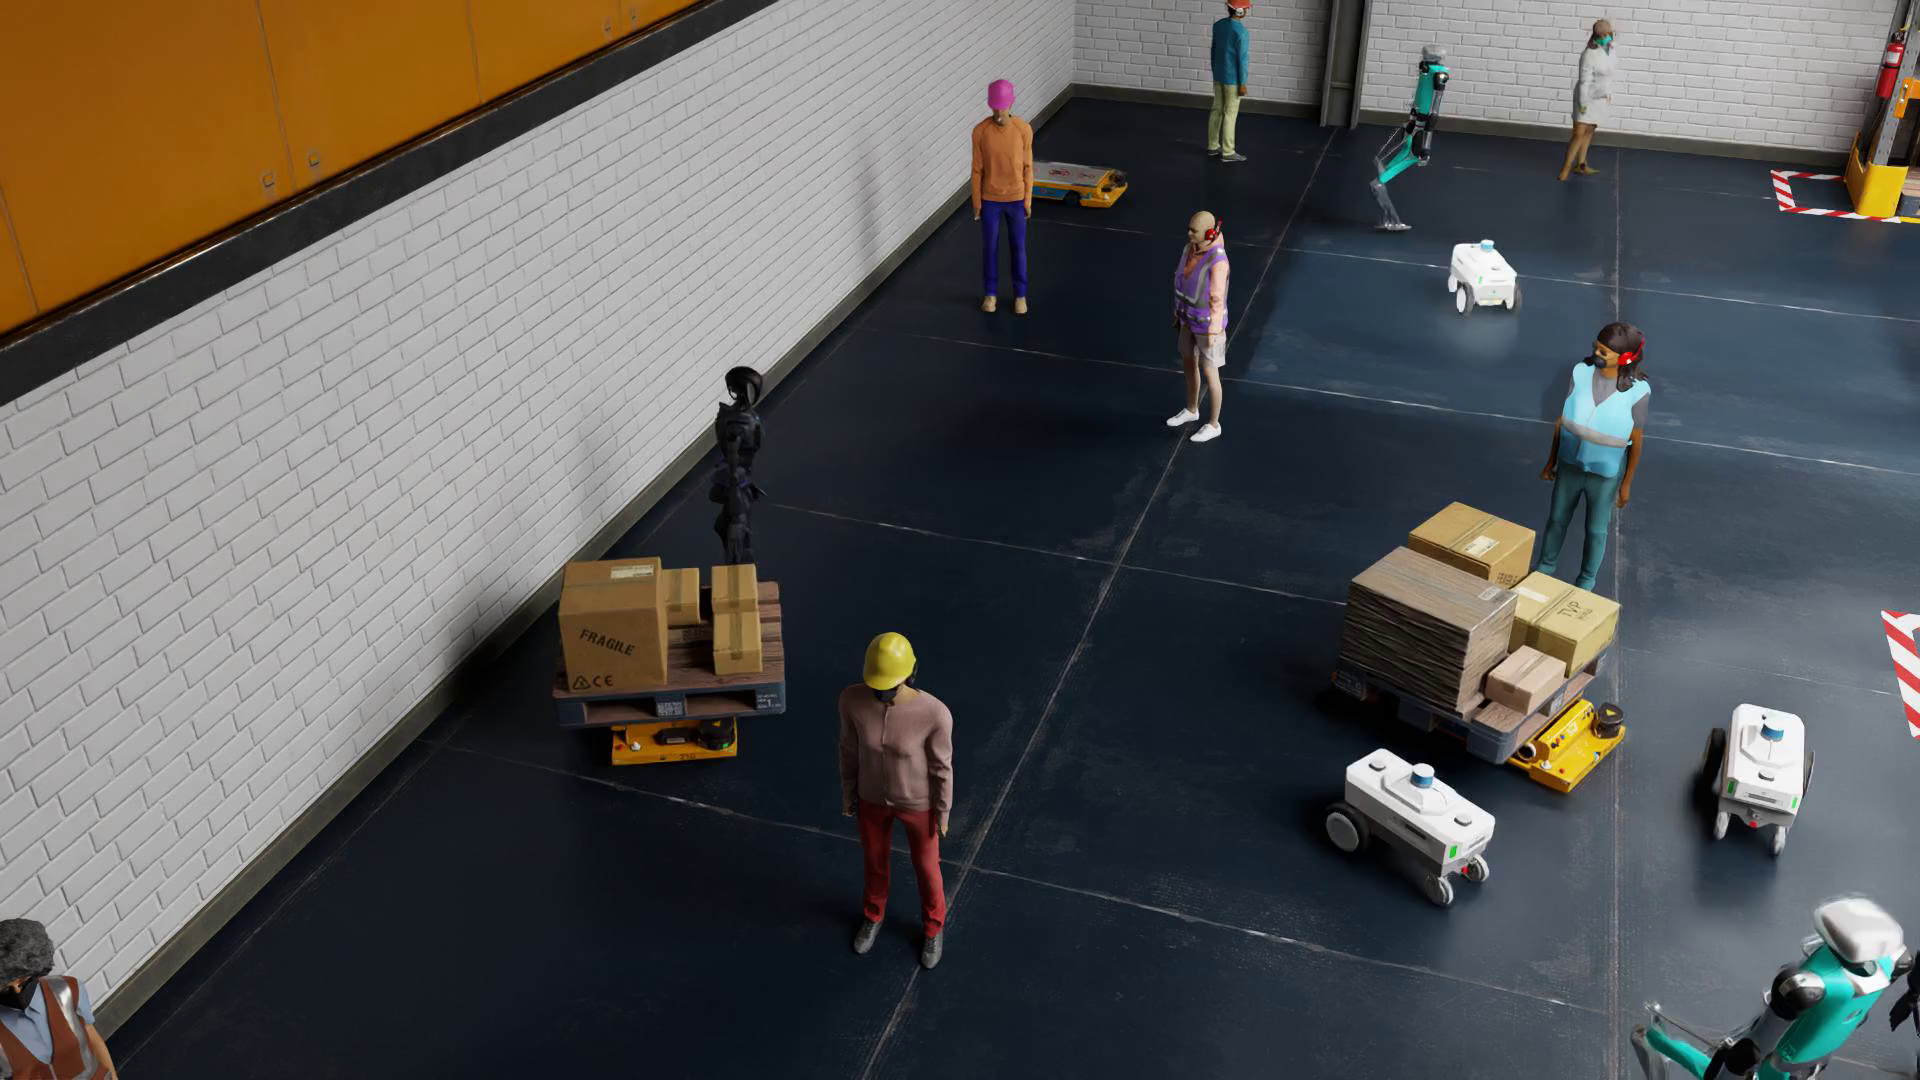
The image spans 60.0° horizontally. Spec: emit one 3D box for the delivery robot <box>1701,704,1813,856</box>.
[{"bbox_3d":[4.034,1.162,8.383,0.499,0.612,0.815,13,33,21],"label":"delivery robot"}]

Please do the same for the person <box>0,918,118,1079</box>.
[{"bbox_3d":[-3.144,2.004,5.810,0.311,1.690,0.446,24,38,35],"label":"person"}]

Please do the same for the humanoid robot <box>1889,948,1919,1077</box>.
[{"bbox_3d":[3.927,1.746,6.305,0.612,1.624,0.709,18,35,27],"label":"humanoid robot"}]

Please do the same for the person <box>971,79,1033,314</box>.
[{"bbox_3d":[0.344,-2.839,13.783,0.518,1.972,0.405,1,30,2],"label":"person"}]

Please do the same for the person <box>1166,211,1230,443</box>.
[{"bbox_3d":[1.707,-1.527,11.826,0.352,1.685,0.487,-15,34,-24],"label":"person"}]

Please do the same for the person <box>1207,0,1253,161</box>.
[{"bbox_3d":[2.848,-4.876,17.455,0.340,1.750,0.563,-14,33,-23],"label":"person"}]

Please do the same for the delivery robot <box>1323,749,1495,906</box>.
[{"bbox_3d":[2.200,1.336,8.046,0.499,0.570,0.750,-21,36,-32],"label":"delivery robot"}]

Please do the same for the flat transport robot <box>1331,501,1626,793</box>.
[{"bbox_3d":[2.833,0.872,9.142,1.431,0.231,0.659,26,39,37],"label":"flat transport robot"}]

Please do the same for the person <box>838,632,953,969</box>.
[{"bbox_3d":[-0.281,1.135,7.228,0.520,1.759,0.347,9,32,15],"label":"person"}]

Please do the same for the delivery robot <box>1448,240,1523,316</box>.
[{"bbox_3d":[4.456,-2.246,14.168,0.499,0.599,0.784,-2,31,-3],"label":"delivery robot"}]

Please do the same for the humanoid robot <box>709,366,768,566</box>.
[{"bbox_3d":[-1.344,-0.242,9.656,0.487,1.645,0.613,1,30,1],"label":"humanoid robot"}]

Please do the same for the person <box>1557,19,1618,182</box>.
[{"bbox_3d":[6.440,-4.466,16.870,0.600,1.640,0.350,-19,35,-29],"label":"person"}]

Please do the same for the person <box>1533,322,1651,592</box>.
[{"bbox_3d":[3.697,-0.409,9.744,0.528,1.867,0.398,26,39,36],"label":"person"}]

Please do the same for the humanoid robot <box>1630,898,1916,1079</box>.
[{"bbox_3d":[2.823,1.820,6.094,0.531,1.710,1.015,-12,32,-19],"label":"humanoid robot"}]

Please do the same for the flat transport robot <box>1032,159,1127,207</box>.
[{"bbox_3d":[0.912,-3.599,16.747,1.431,0.231,0.659,10,32,17],"label":"flat transport robot"}]

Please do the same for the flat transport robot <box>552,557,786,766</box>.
[{"bbox_3d":[-1.599,0.750,9.349,0.659,0.231,1.431,-4,31,-6],"label":"flat transport robot"}]

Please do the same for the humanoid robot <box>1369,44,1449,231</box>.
[{"bbox_3d":[4.071,-3.685,15.432,0.704,1.772,0.542,-2,31,-4],"label":"humanoid robot"}]
